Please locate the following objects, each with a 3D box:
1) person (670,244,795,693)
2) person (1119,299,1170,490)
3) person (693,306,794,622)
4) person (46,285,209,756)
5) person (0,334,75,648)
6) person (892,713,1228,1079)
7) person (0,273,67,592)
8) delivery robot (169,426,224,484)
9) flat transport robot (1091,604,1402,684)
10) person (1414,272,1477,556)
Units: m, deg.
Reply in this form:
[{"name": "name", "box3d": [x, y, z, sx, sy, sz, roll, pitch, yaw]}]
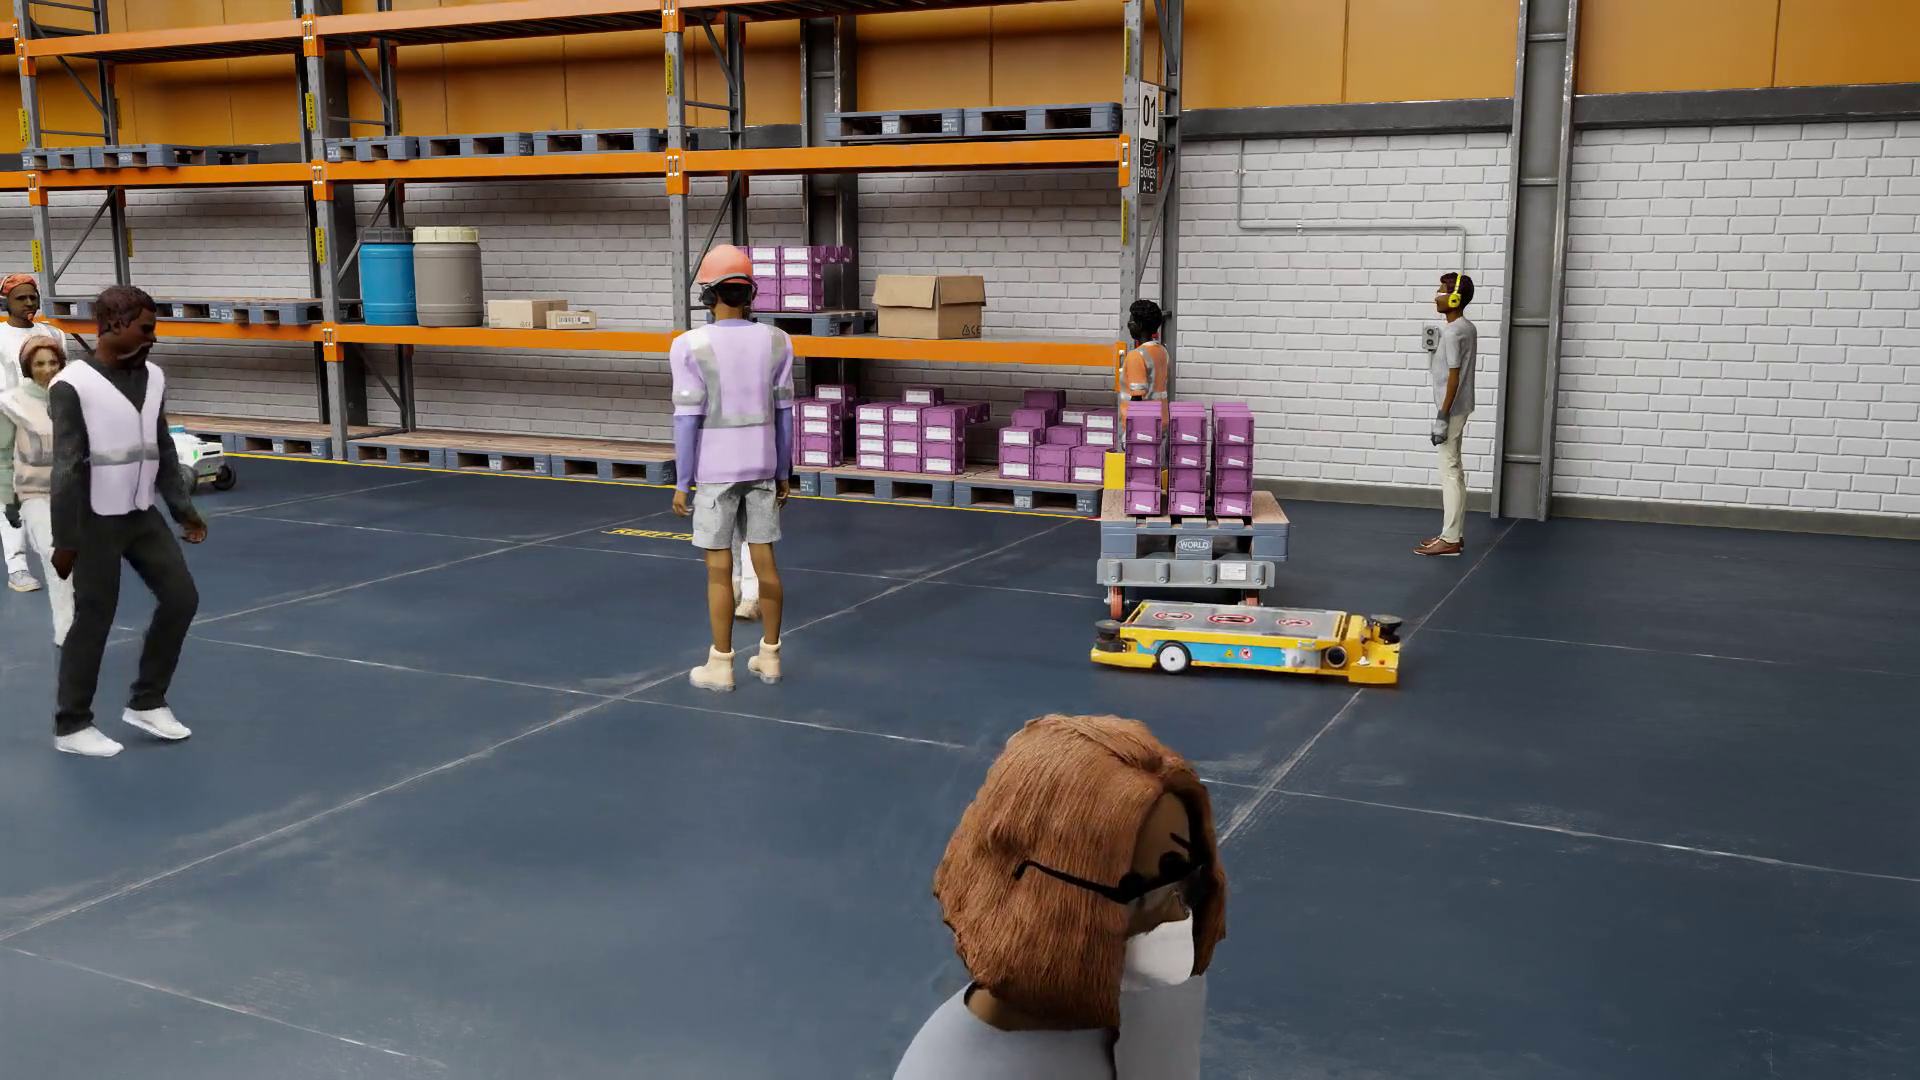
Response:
[{"name": "person", "box3d": [-1.051, -0.321, 7.644, 0.606, 2.044, 0.373, -7, 12, -35]}, {"name": "person", "box3d": [1.217, -0.741, 11.039, 0.318, 1.697, 0.535, 5, 11, 25]}, {"name": "person", "box3d": [-1.250, -0.475, 9.270, 0.634, 1.798, 0.889, 1, 10, 5]}, {"name": "person", "box3d": [-3.399, -0.078, 6.709, 0.554, 1.880, 0.616, 2, 10, 10]}, {"name": "person", "box3d": [-4.377, -0.194, 8.157, 0.747, 1.606, 0.525, 7, 12, 36]}, {"name": "person", "box3d": [0.171, 0.958, 1.557, 0.756, 1.600, 0.534, 9, 13, 40]}, {"name": "person", "box3d": [-5.565, -0.645, 9.960, 0.355, 1.882, 0.575, 5, 11, 27]}, {"name": "delivery robot", "box3d": [-6.502, -0.710, 13.860, 0.707, 0.478, 0.477, 4, 11, 22]}, {"name": "flat transport robot", "box3d": [1.406, 0.483, 8.112, 1.431, 0.197, 0.652, 3, 10, 16]}, {"name": "person", "box3d": [3.239, -0.831, 11.044, 0.328, 1.877, 0.513, 5, 11, 25]}]
